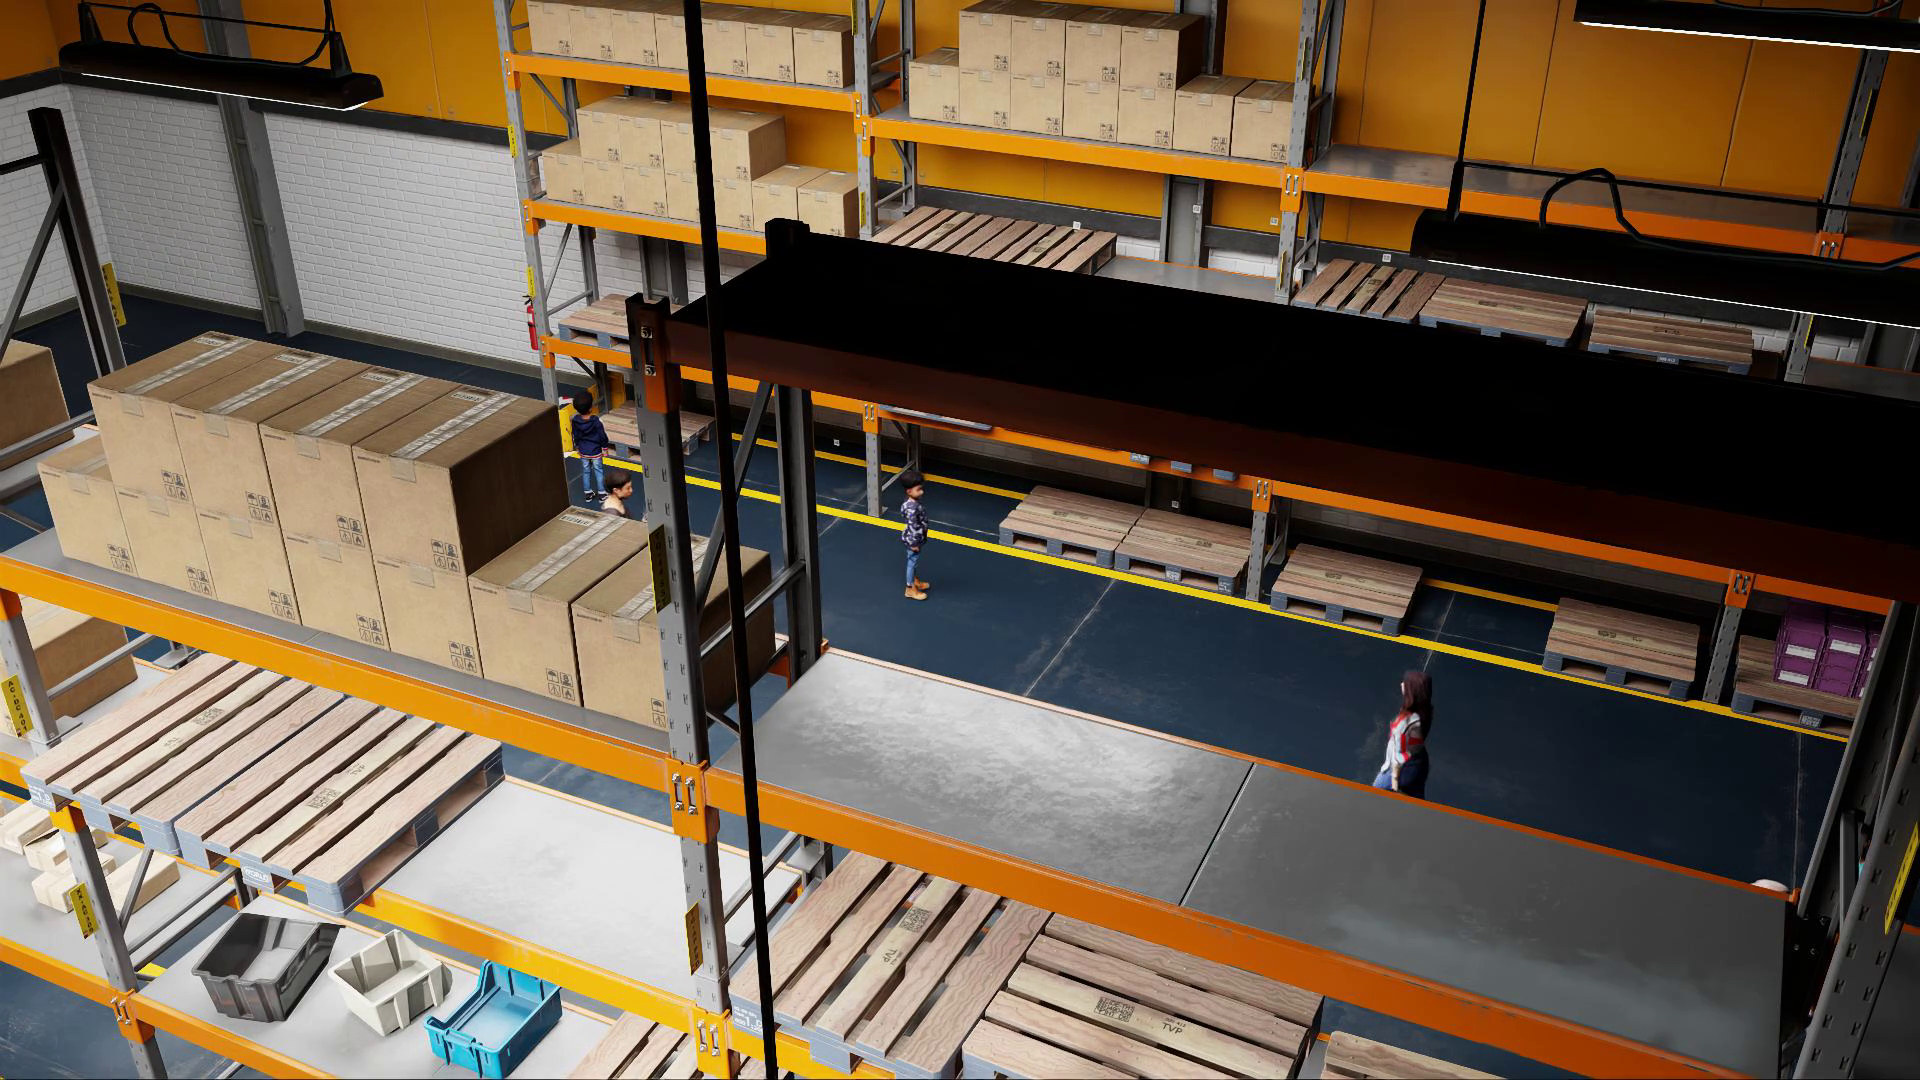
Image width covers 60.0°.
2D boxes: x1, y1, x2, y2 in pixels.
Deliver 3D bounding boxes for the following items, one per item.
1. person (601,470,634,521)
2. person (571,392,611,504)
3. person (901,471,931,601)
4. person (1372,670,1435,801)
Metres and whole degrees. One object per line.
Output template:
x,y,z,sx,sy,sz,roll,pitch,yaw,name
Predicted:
-2.965,0.168,14.519,0.743,1.711,0.706,-7,29,-12,person
-3.802,-0.958,17.094,0.497,1.221,0.625,5,29,9,person
-0.420,-0.057,15.412,0.548,1.250,0.542,4,29,8,person
3.271,1.665,11.906,0.802,1.585,0.987,-24,37,-37,person
